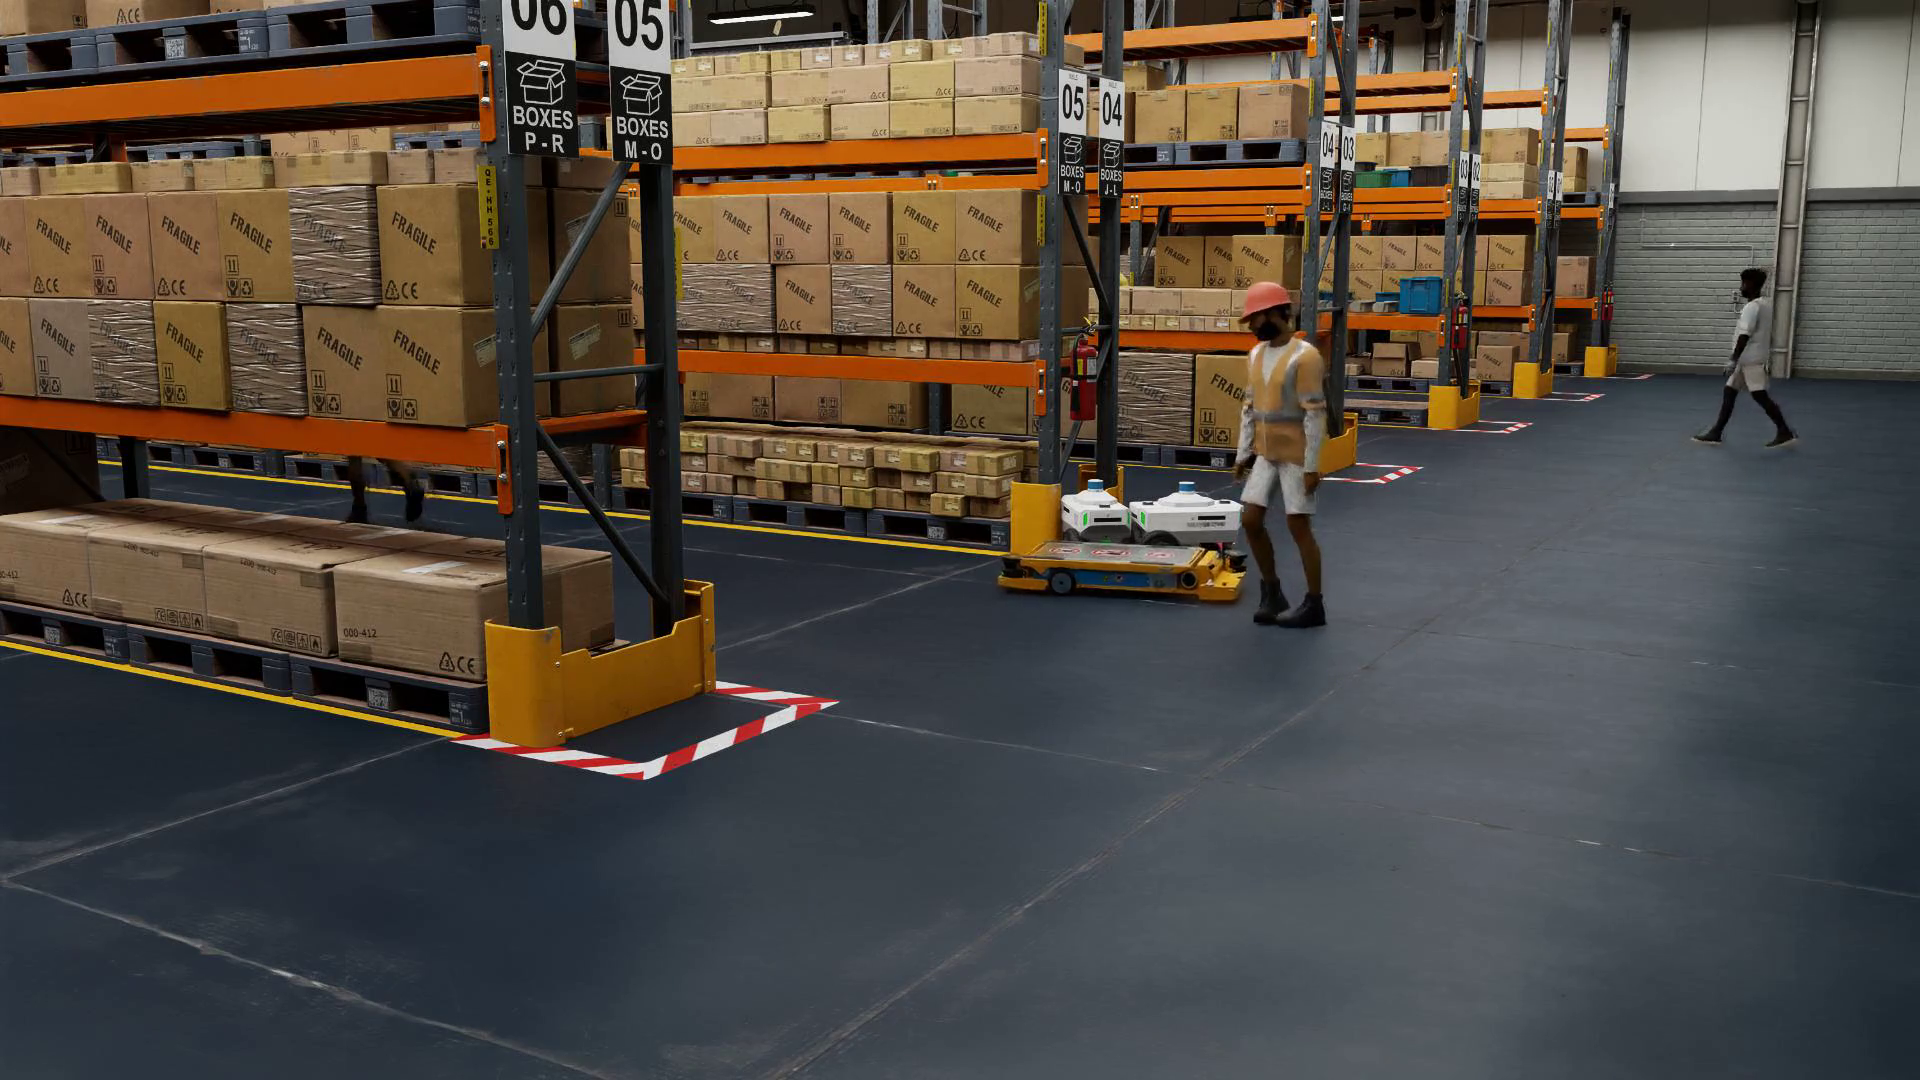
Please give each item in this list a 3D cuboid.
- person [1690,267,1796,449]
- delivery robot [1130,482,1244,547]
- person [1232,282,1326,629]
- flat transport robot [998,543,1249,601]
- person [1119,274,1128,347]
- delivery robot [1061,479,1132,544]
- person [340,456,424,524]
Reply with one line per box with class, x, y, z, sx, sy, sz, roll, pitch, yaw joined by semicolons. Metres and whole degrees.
person;8.414;-1.926;17.648;1.027;1.923;0.607;5;11;29
delivery robot;1.479;-0.138;10.860;0.707;0.478;0.477;-1;10;-8
person;1.764;-0.464;9.141;0.437;1.896;0.562;-5;11;-29
flat transport robot;1.003;0.174;10.140;1.431;0.197;0.652;3;10;16
person;1.724;-2.013;18.375;0.403;1.835;0.587;8;13;40
delivery robot;0.890;-0.157;10.972;0.477;0.478;0.707;-1;10;-9
person;-4.366;-1.023;12.354;0.698;1.920;0.550;6;11;32
